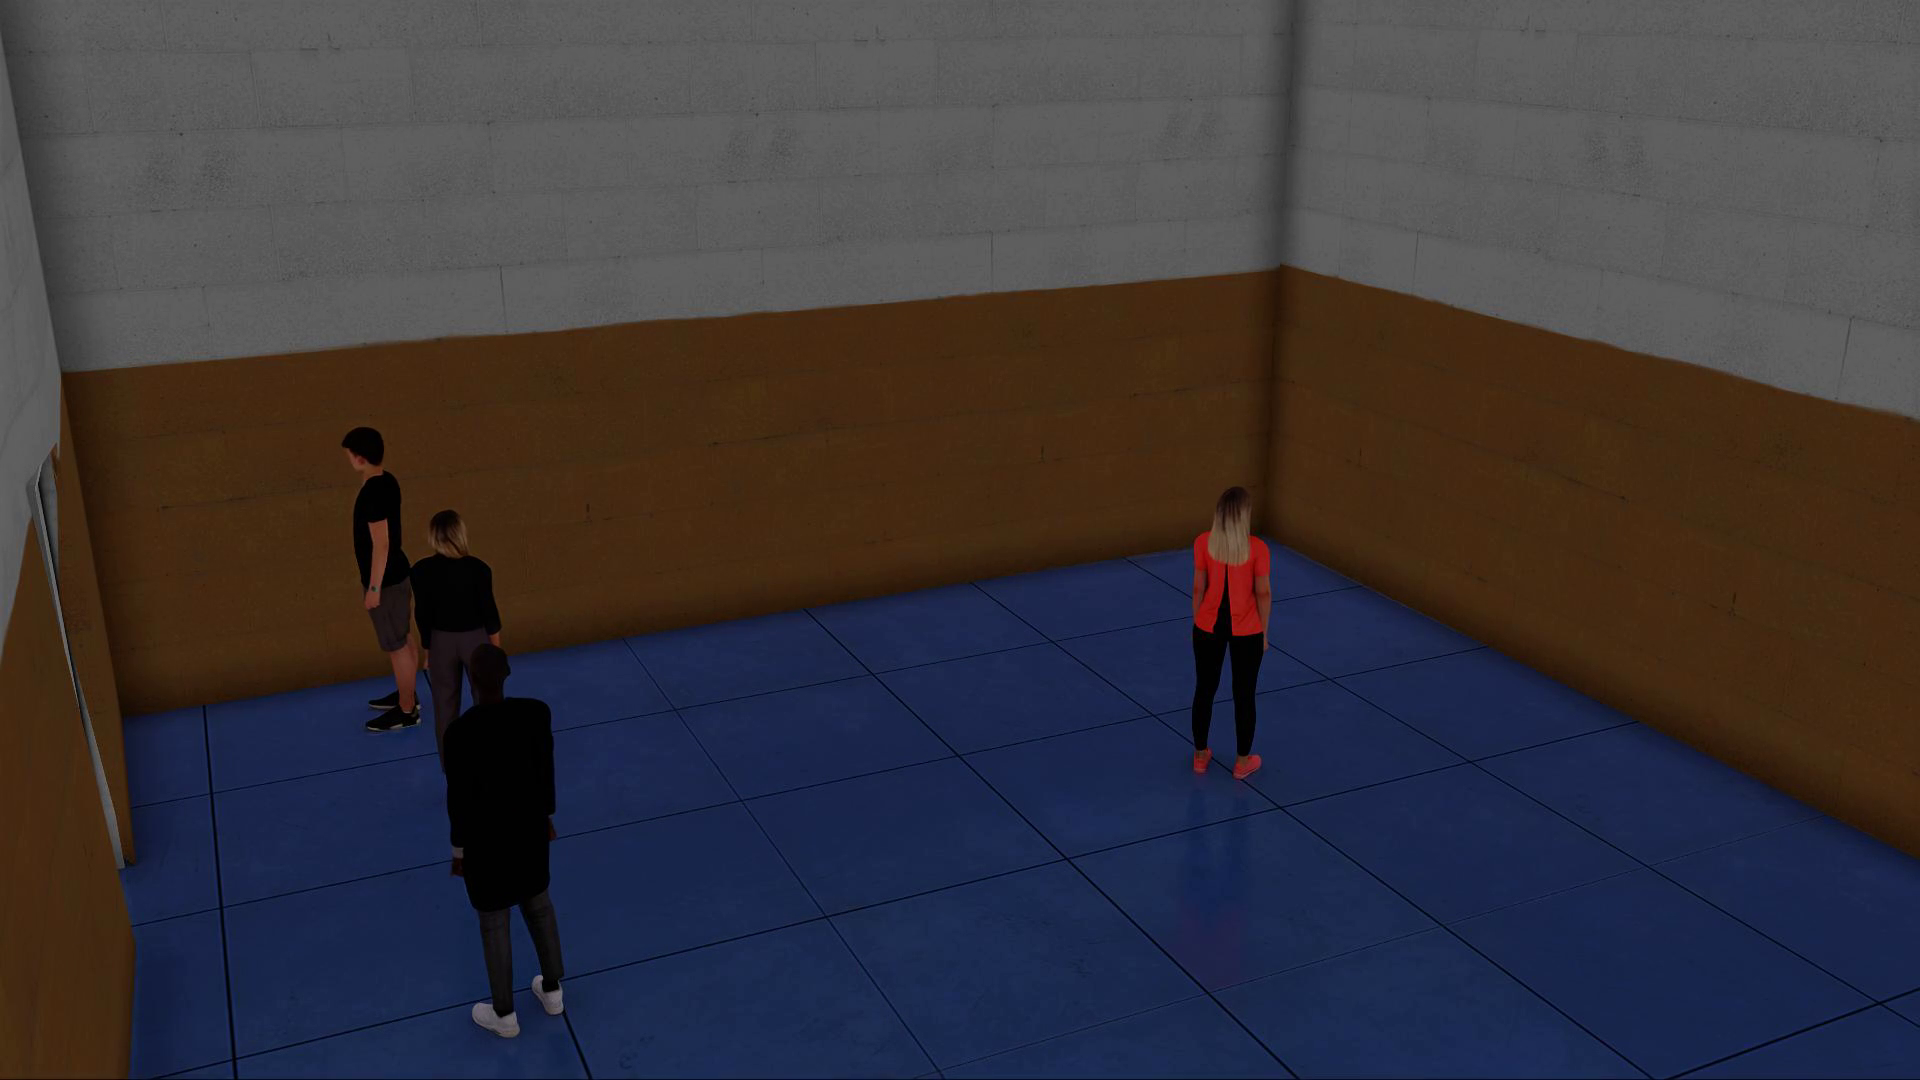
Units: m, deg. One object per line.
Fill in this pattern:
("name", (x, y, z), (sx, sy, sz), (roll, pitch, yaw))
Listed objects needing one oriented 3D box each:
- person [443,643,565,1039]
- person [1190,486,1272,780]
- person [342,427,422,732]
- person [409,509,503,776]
("person", (-1.919, 1.259, 7.033), (0.602, 1.761, 0.768), (-17, 25, -40))
("person", (1.505, 0.515, 9.345), (0.676, 1.693, 0.725), (8, 20, 22))
("person", (-3.439, 0.216, 9.972), (0.668, 1.859, 0.733), (-4, 19, -11))
("person", (-2.706, 0.638, 9.020), (0.588, 1.667, 0.727), (-1, 19, -3))
